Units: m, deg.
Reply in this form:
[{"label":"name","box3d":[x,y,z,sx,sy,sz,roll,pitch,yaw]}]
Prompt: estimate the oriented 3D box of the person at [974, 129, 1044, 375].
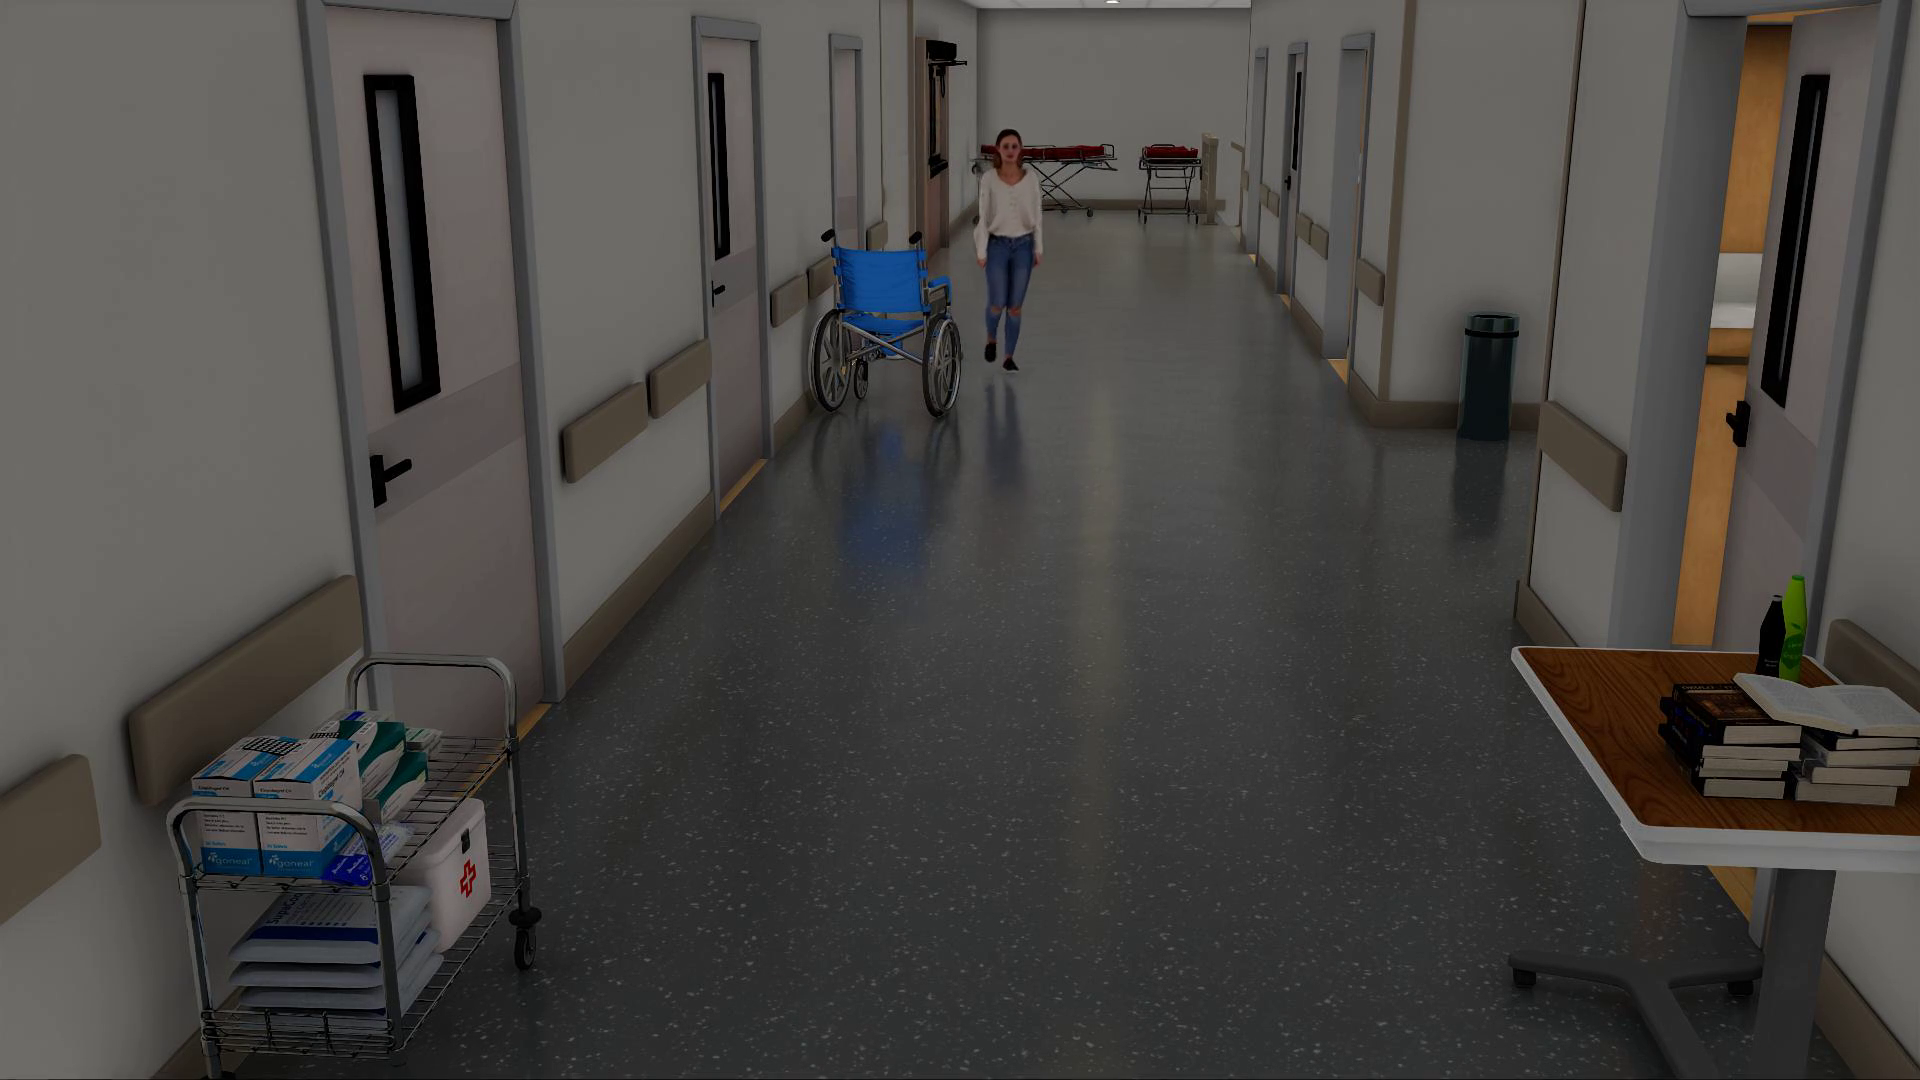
[{"label":"person","box3d":[0.332,-2.014,11.669,0.694,1.682,0.711,-3,16,-10]}]
